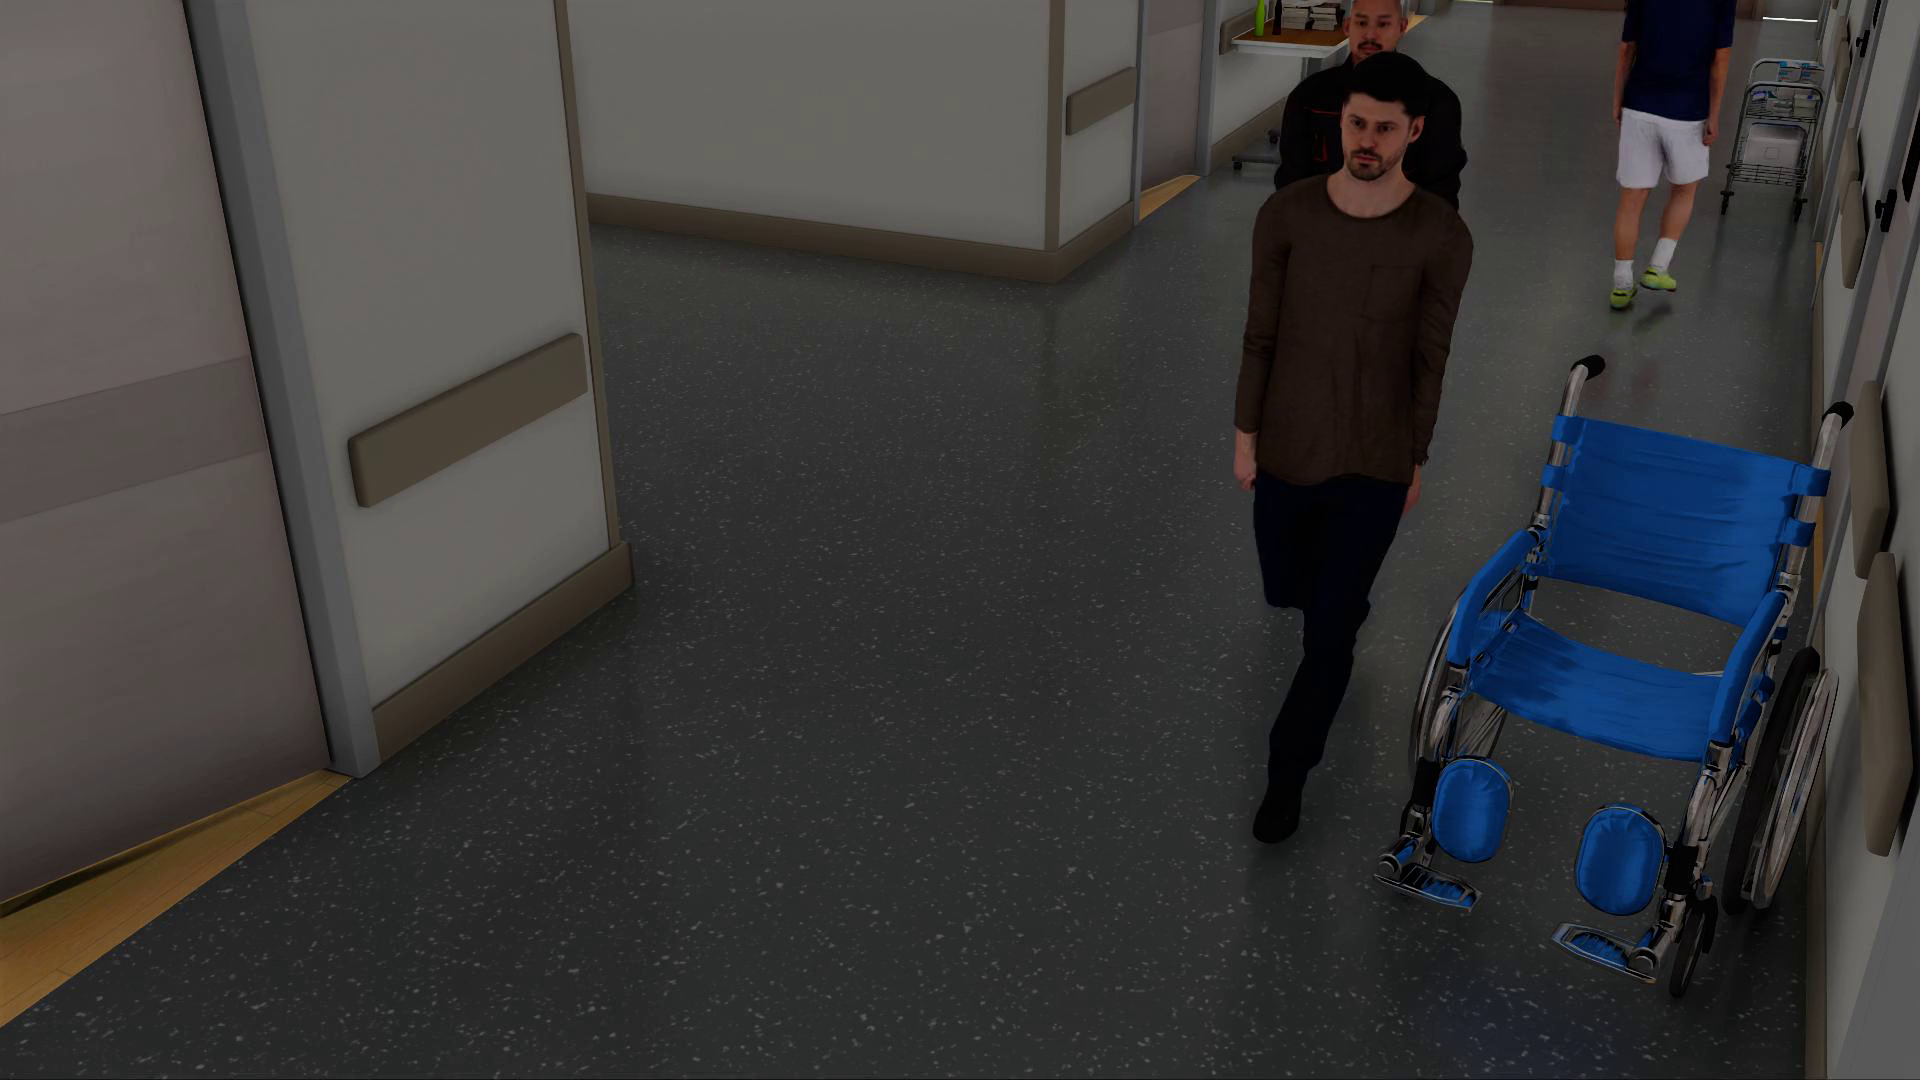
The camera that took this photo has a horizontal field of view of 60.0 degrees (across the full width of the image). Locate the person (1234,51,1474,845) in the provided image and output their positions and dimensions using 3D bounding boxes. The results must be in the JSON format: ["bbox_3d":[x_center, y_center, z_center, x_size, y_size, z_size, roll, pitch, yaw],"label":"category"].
[{"bbox_3d":[0.933,-0.231,4.039,0.677,1.859,1.111,13,29,25],"label":"person"}]

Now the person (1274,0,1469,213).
[{"bbox_3d":[1.365,-0.984,5.631,0.867,1.832,1.069,7,27,14],"label":"person"}]

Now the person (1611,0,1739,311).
[{"bbox_3d":[3.224,-1.947,7.646,0.689,1.817,0.667,15,30,28],"label":"person"}]
